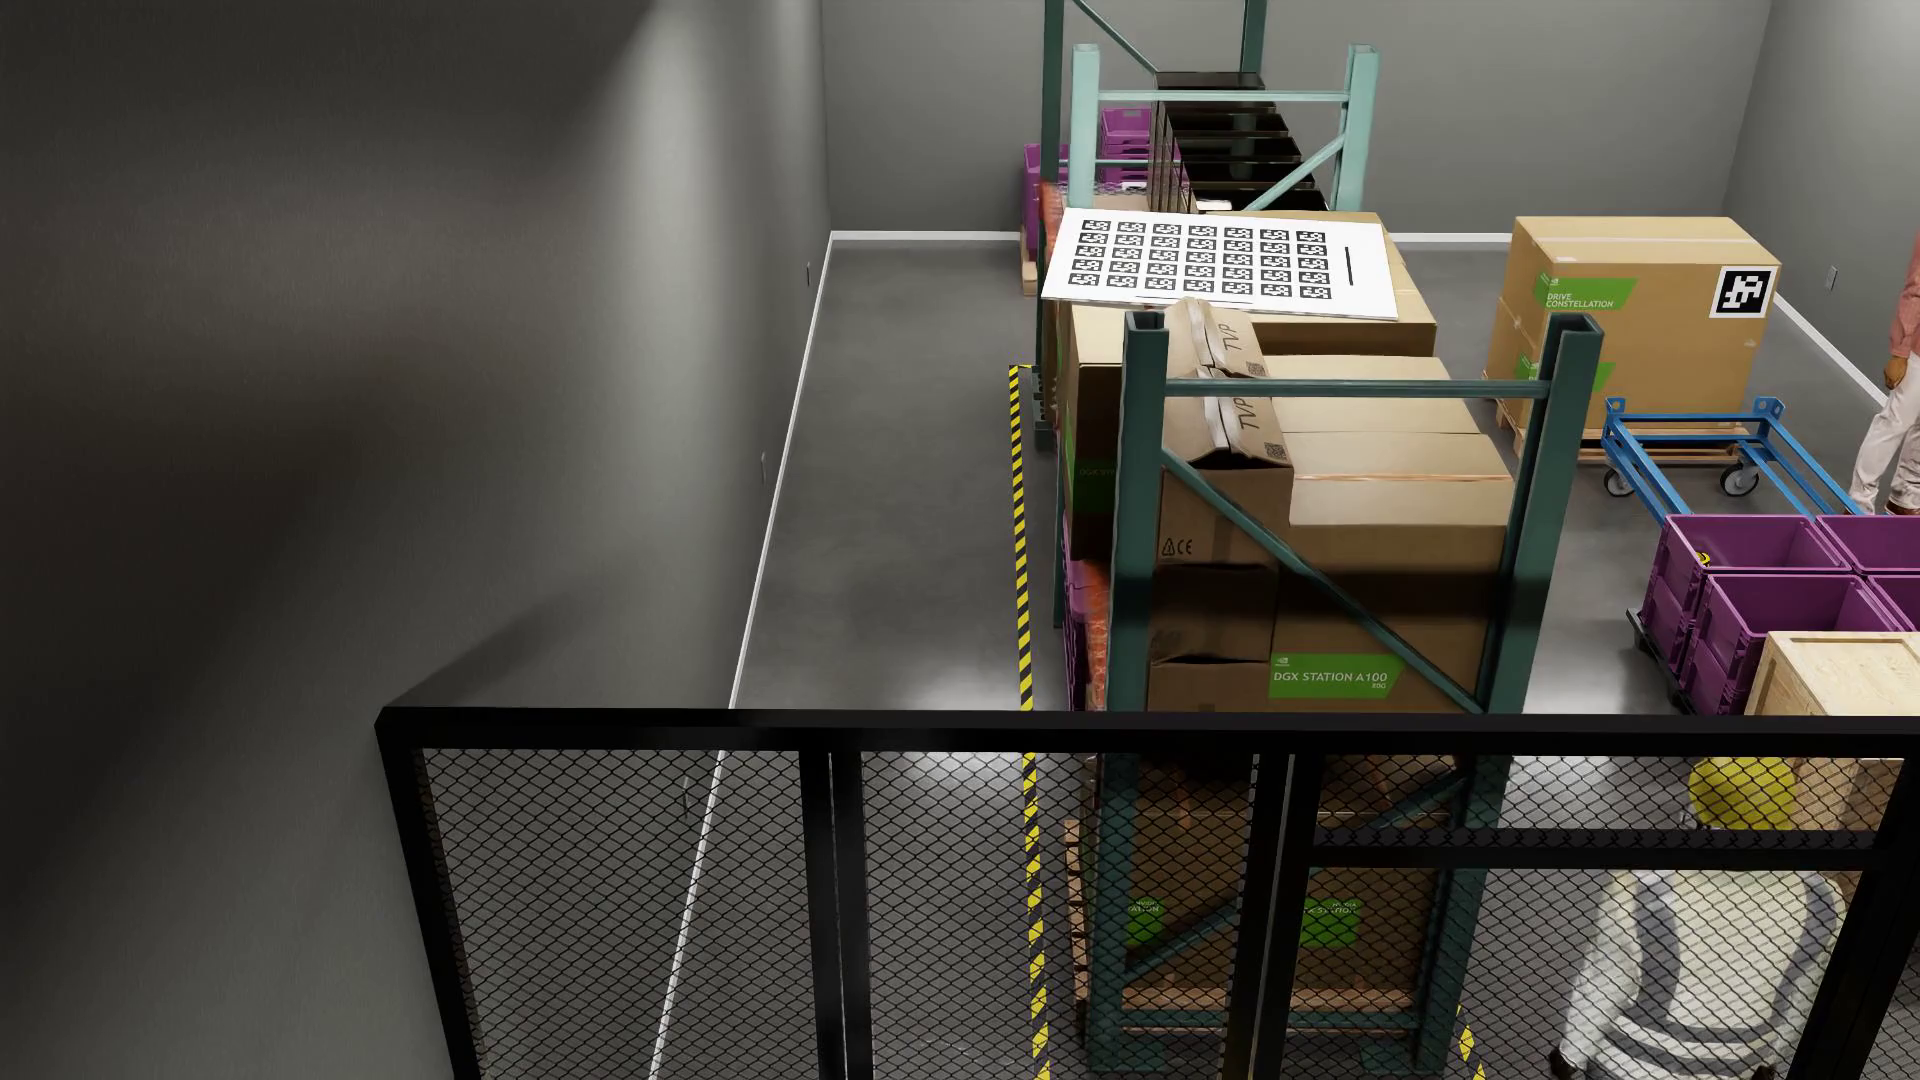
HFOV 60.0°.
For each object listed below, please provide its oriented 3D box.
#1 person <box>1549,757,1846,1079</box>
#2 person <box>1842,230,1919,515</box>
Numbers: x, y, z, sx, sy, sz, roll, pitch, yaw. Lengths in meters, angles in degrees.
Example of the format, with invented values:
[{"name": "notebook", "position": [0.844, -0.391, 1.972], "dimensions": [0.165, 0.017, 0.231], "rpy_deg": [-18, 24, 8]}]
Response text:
[{"name": "person", "position": [1.807, 1.260, 4.222], "dimensions": [0.586, 1.835, 0.404], "rpy_deg": [1, 31, 1]}, {"name": "person", "position": [4.542, -0.897, 7.651], "dimensions": [0.622, 1.993, 0.382], "rpy_deg": [-9, 32, -15]}]
